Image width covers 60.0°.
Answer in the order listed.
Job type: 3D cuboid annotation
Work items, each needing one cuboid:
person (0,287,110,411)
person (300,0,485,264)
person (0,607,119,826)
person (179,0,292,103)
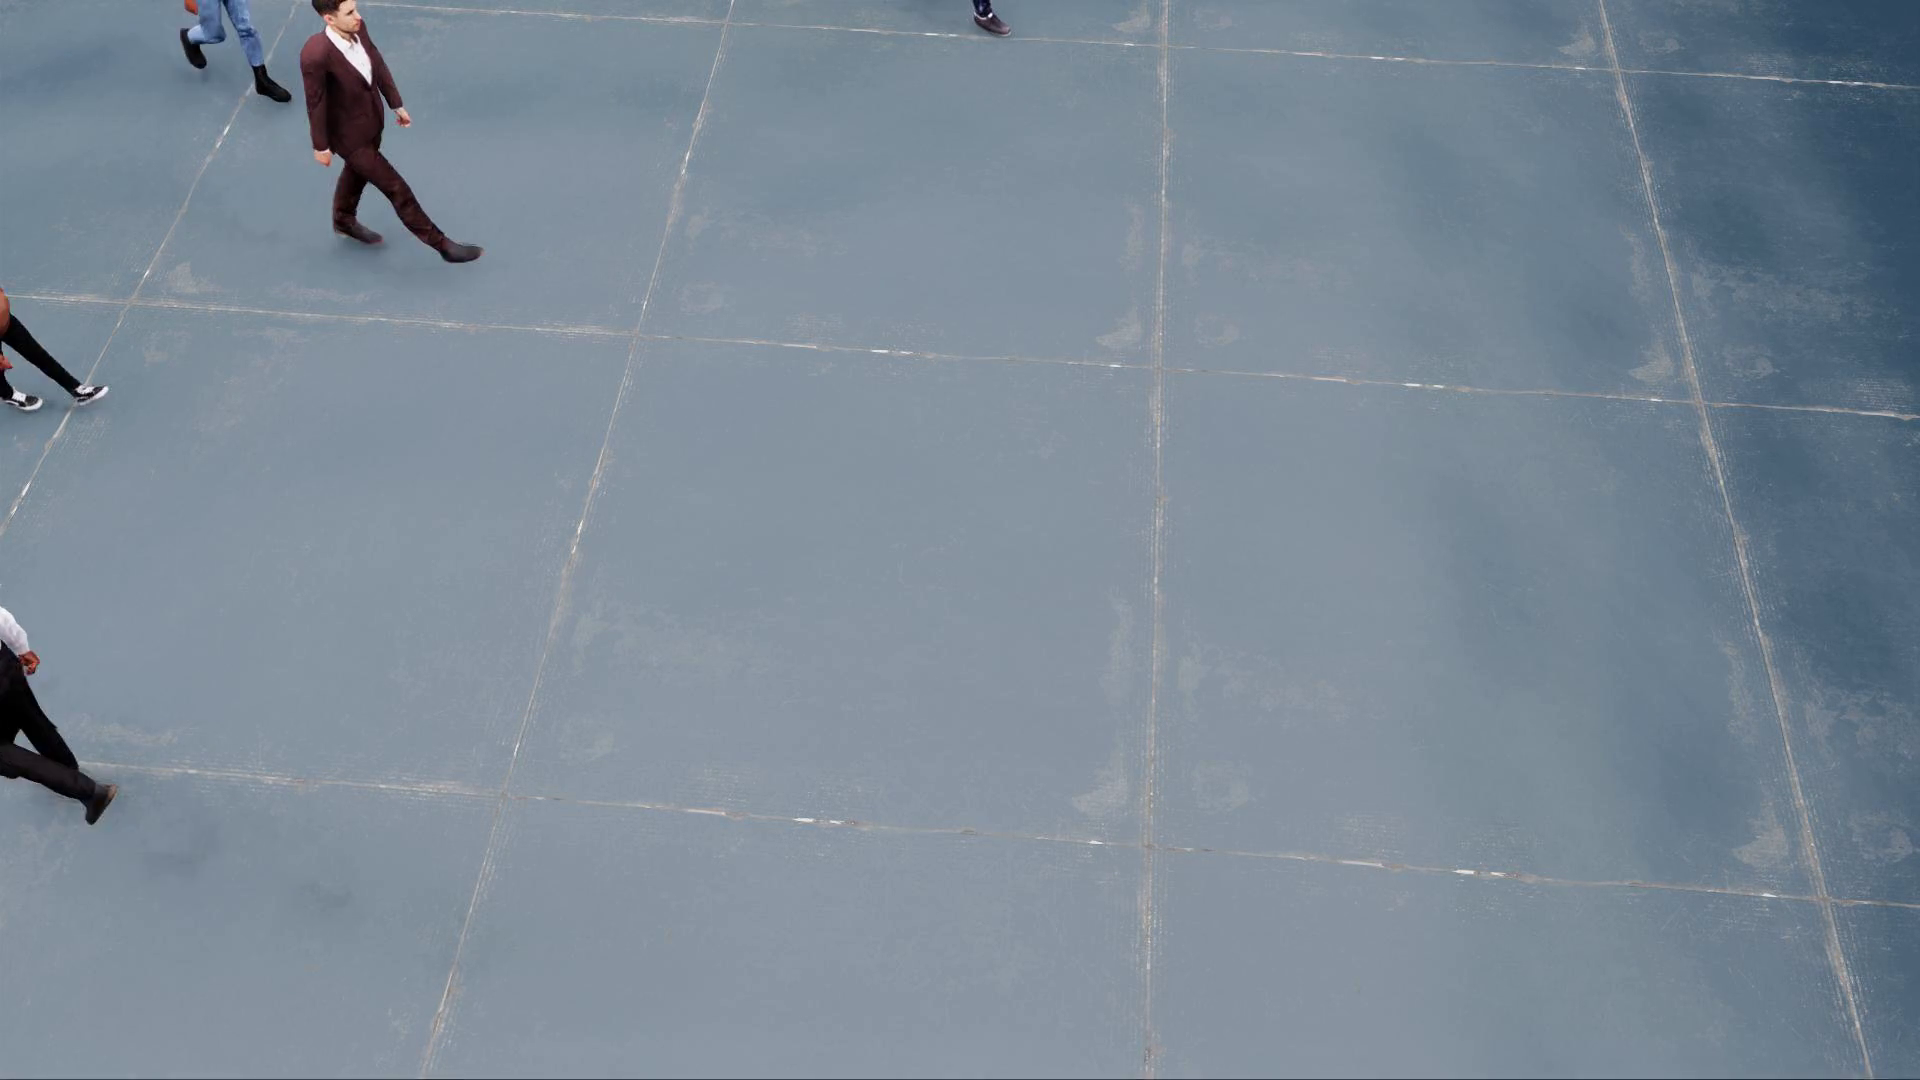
[{"bbox_3d":[-5.133,-1.103,8.713,0.853,1.226,0.562,6,52,5],"label":"person"},{"bbox_3d":[-3.436,-2.293,9.271,1.307,1.799,0.837,12,53,9],"label":"person"},{"bbox_3d":[-4.024,0.647,6.978,0.904,1.825,0.764,16,54,12],"label":"person"},{"bbox_3d":[-4.685,-3.467,10.259,1.050,1.675,0.816,24,56,17],"label":"person"}]
